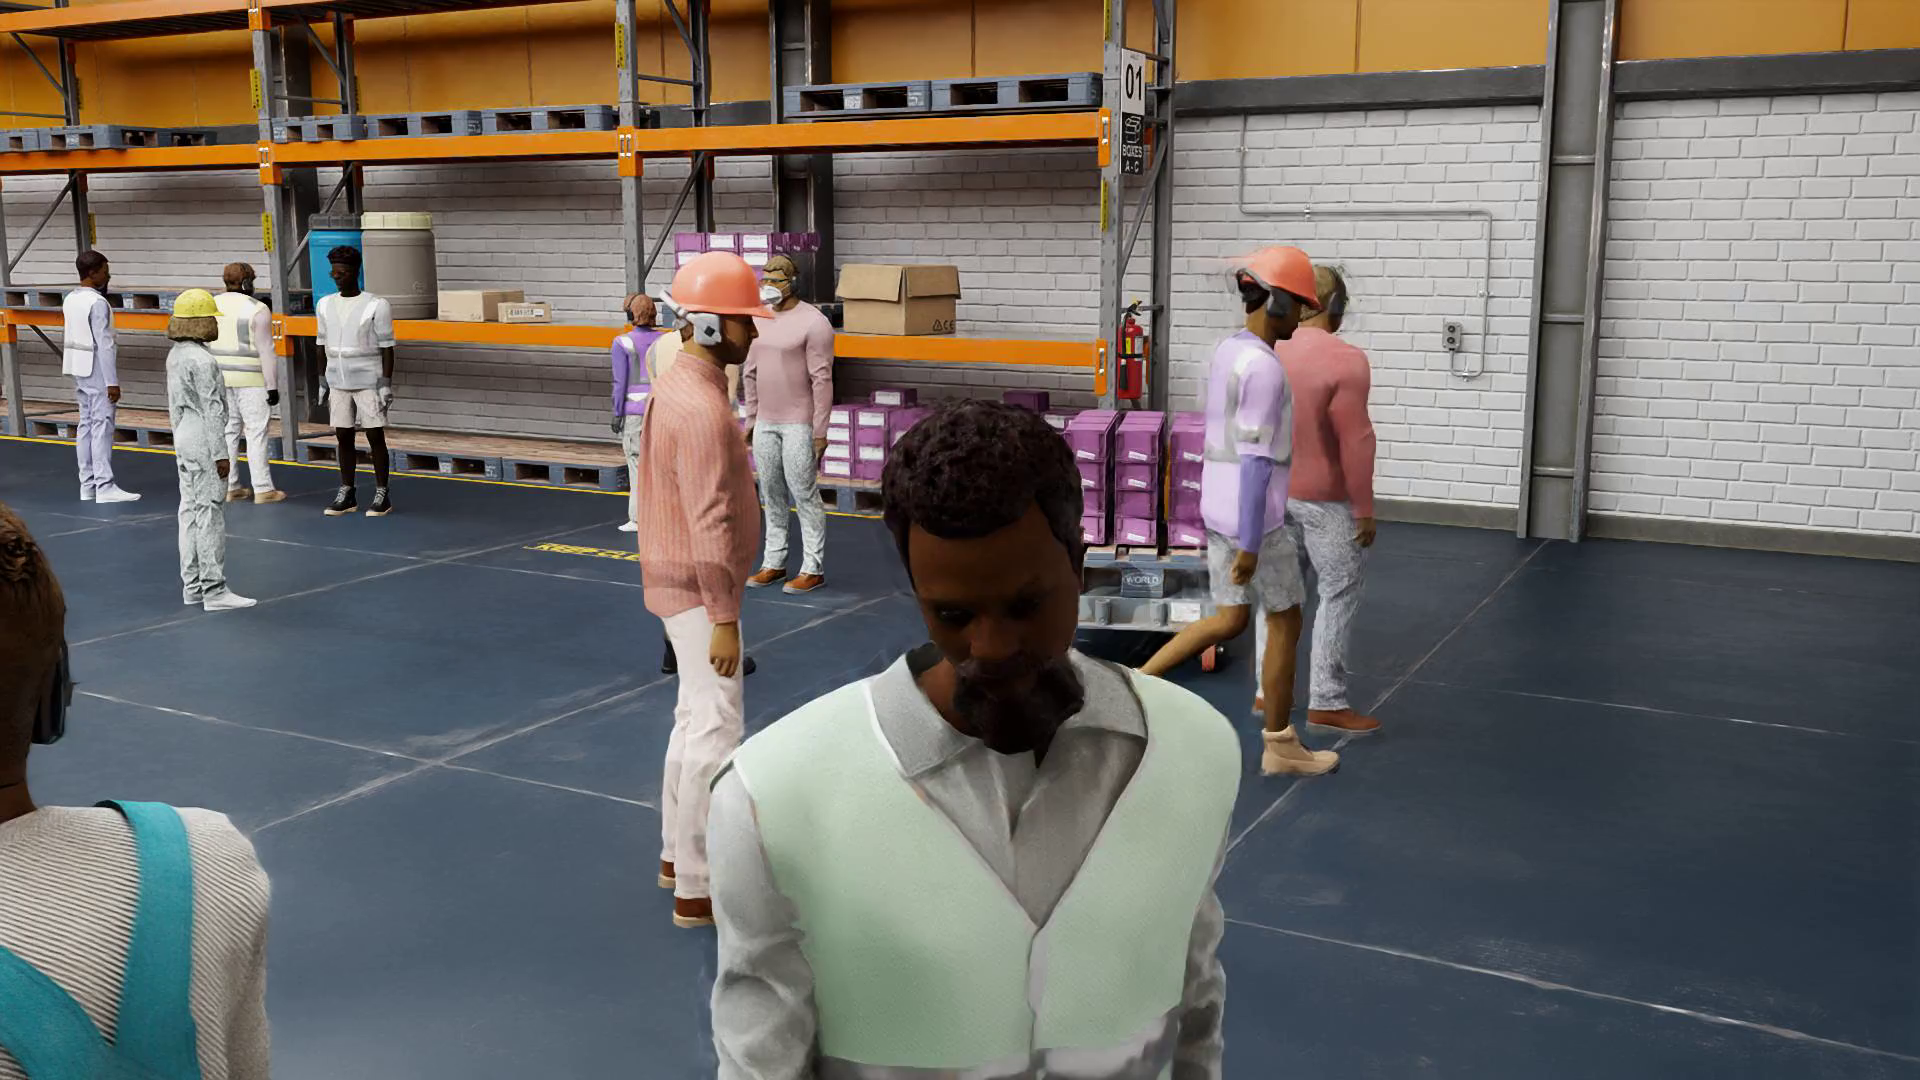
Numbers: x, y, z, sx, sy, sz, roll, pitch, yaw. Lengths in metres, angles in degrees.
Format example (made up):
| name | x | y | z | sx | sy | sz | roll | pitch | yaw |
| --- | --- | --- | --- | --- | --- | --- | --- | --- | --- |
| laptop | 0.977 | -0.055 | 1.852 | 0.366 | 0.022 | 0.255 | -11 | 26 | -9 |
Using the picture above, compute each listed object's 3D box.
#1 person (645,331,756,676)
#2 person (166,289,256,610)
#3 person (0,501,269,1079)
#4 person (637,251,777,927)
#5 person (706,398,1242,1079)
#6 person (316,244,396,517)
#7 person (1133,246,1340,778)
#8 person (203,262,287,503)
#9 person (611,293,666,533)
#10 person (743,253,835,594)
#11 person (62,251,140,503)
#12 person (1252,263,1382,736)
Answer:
| name | x | y | z | sx | sy | sz | roll | pitch | yaw |
| --- | --- | --- | --- | --- | --- | --- | --- | --- | --- |
| person | -1.174 | -0.315 | 7.618 | 0.539 | 1.929 | 0.383 | 8 | 13 | 38 |
| person | -4.114 | -0.491 | 9.080 | 0.493 | 1.743 | 0.299 | 10 | 14 | 42 |
| person | -0.772 | 0.858 | 1.405 | 0.328 | 1.844 | 0.514 | 4 | 11 | 19 |
| person | -0.736 | 0.151 | 4.913 | 0.410 | 1.979 | 0.629 | -3 | 11 | -16 |
| person | 0.002 | 0.766 | 1.853 | 0.624 | 1.888 | 0.765 | -4 | 11 | -20 |
| person | -4.390 | -1.147 | 12.066 | 0.608 | 1.965 | 0.364 | 2 | 11 | 11 |
| person | 0.983 | -0.094 | 6.225 | 0.840 | 2.003 | 0.611 | -1 | 10 | -7 |
| person | -5.463 | -1.195 | 12.703 | 0.631 | 1.836 | 0.429 | 4 | 11 | 19 |
| person | -2.164 | -0.865 | 11.413 | 0.305 | 1.639 | 0.522 | 9 | 14 | 41 |
| person | -0.982 | -0.658 | 9.494 | 0.633 | 1.932 | 0.367 | 8 | 13 | 39 |
| person | -6.630 | -1.243 | 12.726 | 0.597 | 1.915 | 0.369 | 9 | 13 | 40 |
| person | 1.449 | -0.162 | 6.834 | 0.374 | 1.921 | 0.694 | -6 | 12 | -31 |
